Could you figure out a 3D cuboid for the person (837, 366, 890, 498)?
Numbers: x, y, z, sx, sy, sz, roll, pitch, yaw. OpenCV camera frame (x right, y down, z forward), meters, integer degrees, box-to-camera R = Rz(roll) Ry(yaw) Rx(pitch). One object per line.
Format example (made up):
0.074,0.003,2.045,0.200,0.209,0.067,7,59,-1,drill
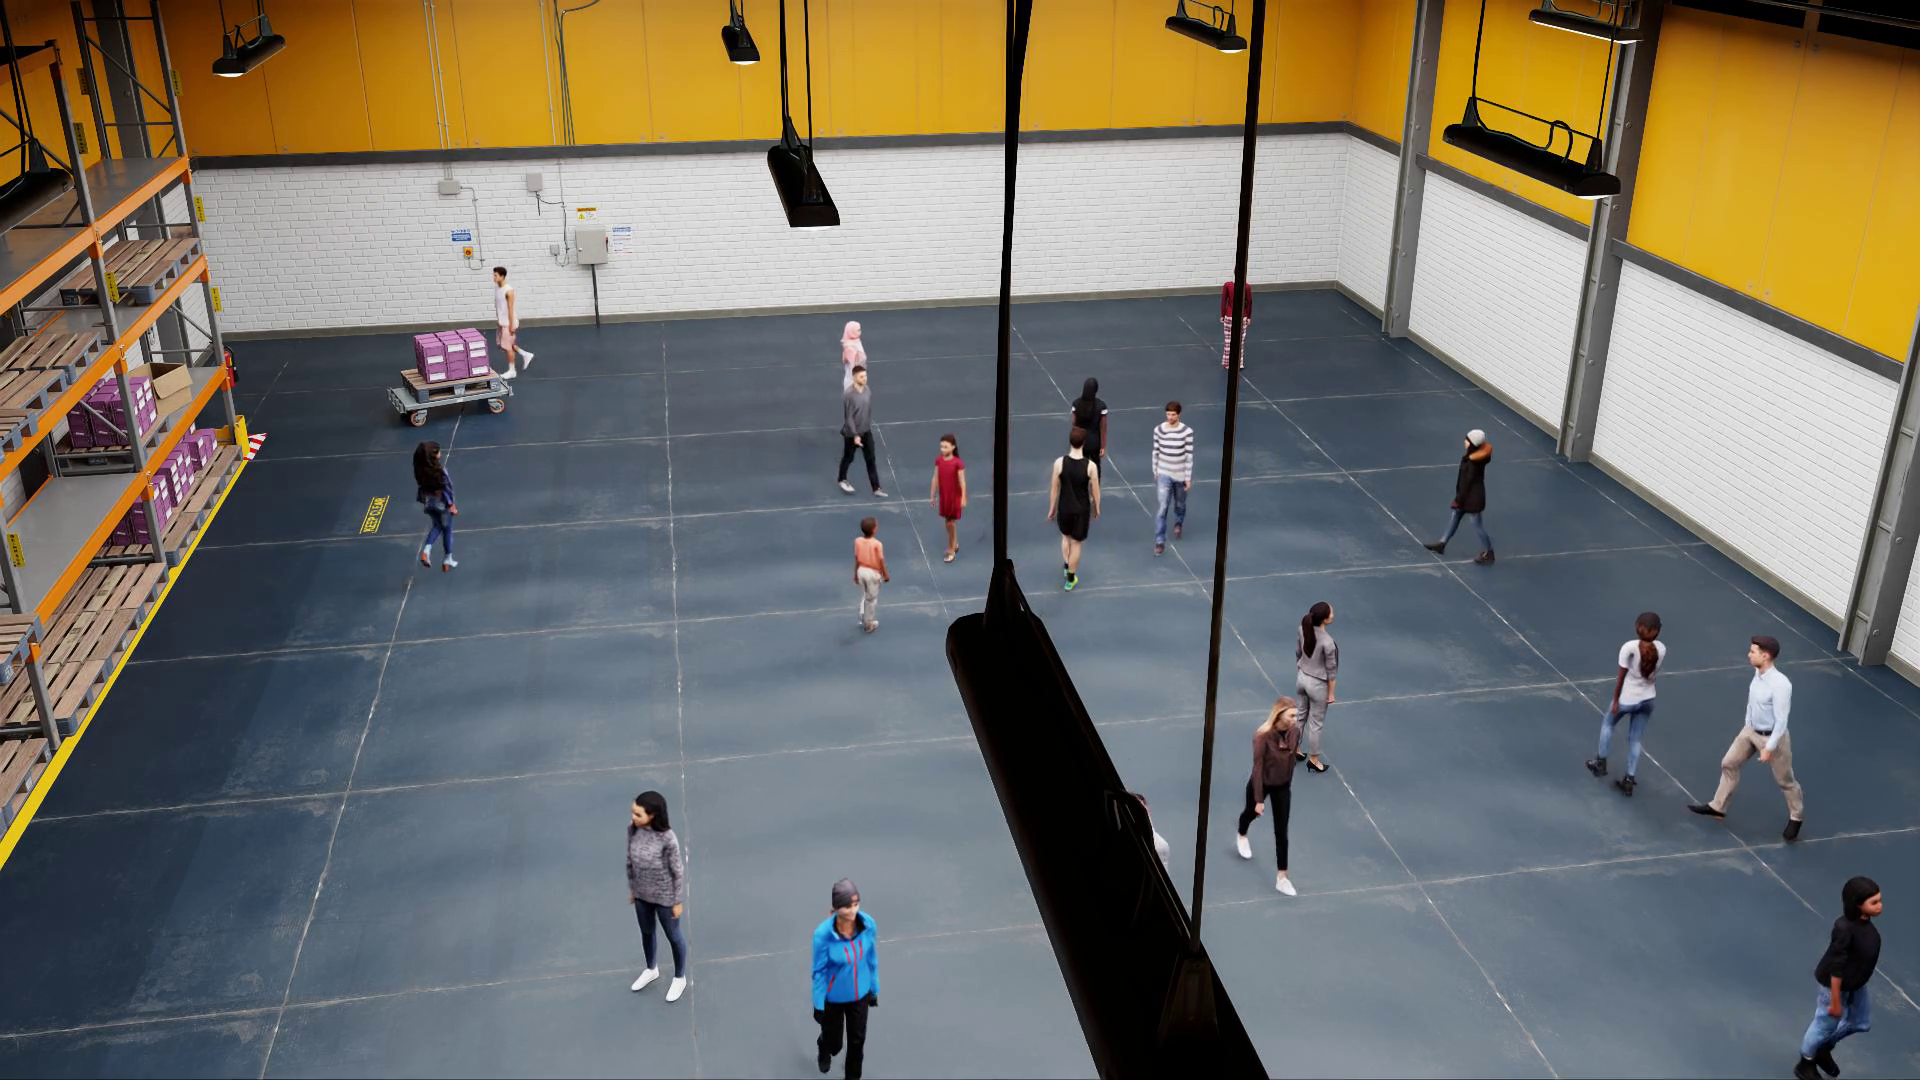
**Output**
-1.368,-1.384,21.290,1.017,1.720,1.200,-20,31,-38,person

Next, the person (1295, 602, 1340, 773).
3.213,1.329,15.136,0.767,1.678,0.657,-15,28,-30,person

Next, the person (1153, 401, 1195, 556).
2.565,-0.793,19.829,0.996,1.808,1.284,7,24,15,person

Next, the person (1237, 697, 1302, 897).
2.485,2.004,13.633,0.690,1.646,1.166,-6,24,-14,person

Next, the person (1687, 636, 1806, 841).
6.931,1.702,14.143,0.828,1.790,1.031,-5,24,-11,person

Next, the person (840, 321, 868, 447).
-1.555,-2.130,22.904,0.753,1.794,0.657,1,24,1,person

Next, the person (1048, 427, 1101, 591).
1.261,-0.312,18.644,0.895,1.876,0.962,6,24,14,person

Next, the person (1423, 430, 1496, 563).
6.032,-0.474,19.371,0.927,1.590,1.075,4,24,10,person

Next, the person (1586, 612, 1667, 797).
6.034,1.480,14.763,0.624,1.701,0.806,-2,24,-5,person

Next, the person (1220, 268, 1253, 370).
4.351,-3.534,26.235,0.694,1.699,0.666,7,25,16,person

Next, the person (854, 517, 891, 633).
-1.001,0.387,17.761,0.567,1.302,0.628,14,27,30,person

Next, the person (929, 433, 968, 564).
-0.081,-0.547,19.605,0.763,1.536,0.835,12,27,26,person

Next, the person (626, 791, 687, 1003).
-2.221,2.577,12.215,0.688,1.732,0.716,11,26,24,person

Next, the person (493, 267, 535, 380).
-6.953,-3.392,25.820,0.922,1.770,0.931,-16,28,-33,person

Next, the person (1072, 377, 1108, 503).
1.591,-1.168,20.805,0.740,1.712,0.872,3,24,7,person

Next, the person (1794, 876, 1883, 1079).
5.910,2.987,11.328,0.674,1.690,0.715,-17,29,-34,person

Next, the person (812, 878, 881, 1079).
-0.805,3.016,11.140,0.766,1.788,0.969,-10,26,-23,person

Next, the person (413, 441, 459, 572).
-6.027,-0.357,19.080,0.814,1.609,0.884,11,26,24,person
